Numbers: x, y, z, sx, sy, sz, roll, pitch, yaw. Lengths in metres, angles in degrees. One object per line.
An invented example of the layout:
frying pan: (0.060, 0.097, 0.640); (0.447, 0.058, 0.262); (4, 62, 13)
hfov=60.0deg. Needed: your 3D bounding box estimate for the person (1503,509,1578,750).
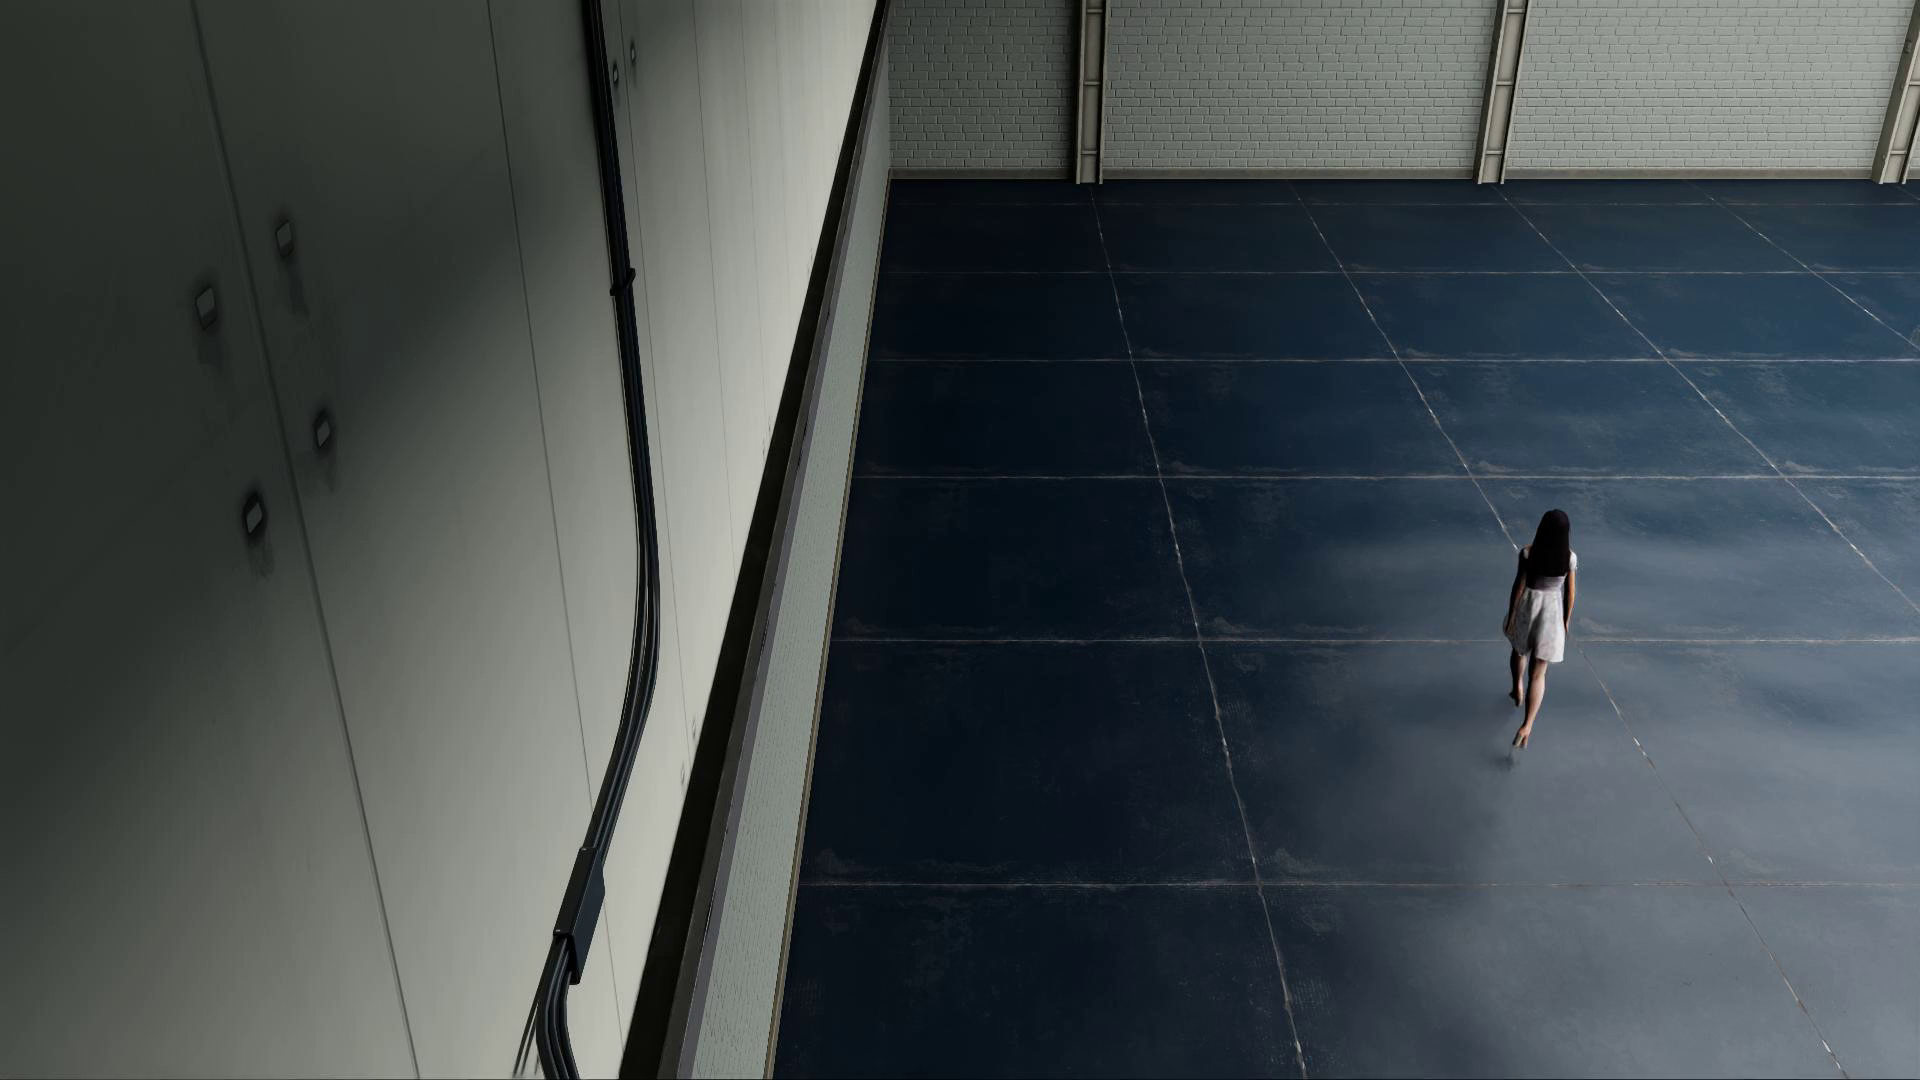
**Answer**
person: (4.081, 0.660, 11.769); (1.192, 1.726, 0.901); (9, 29, 17)
